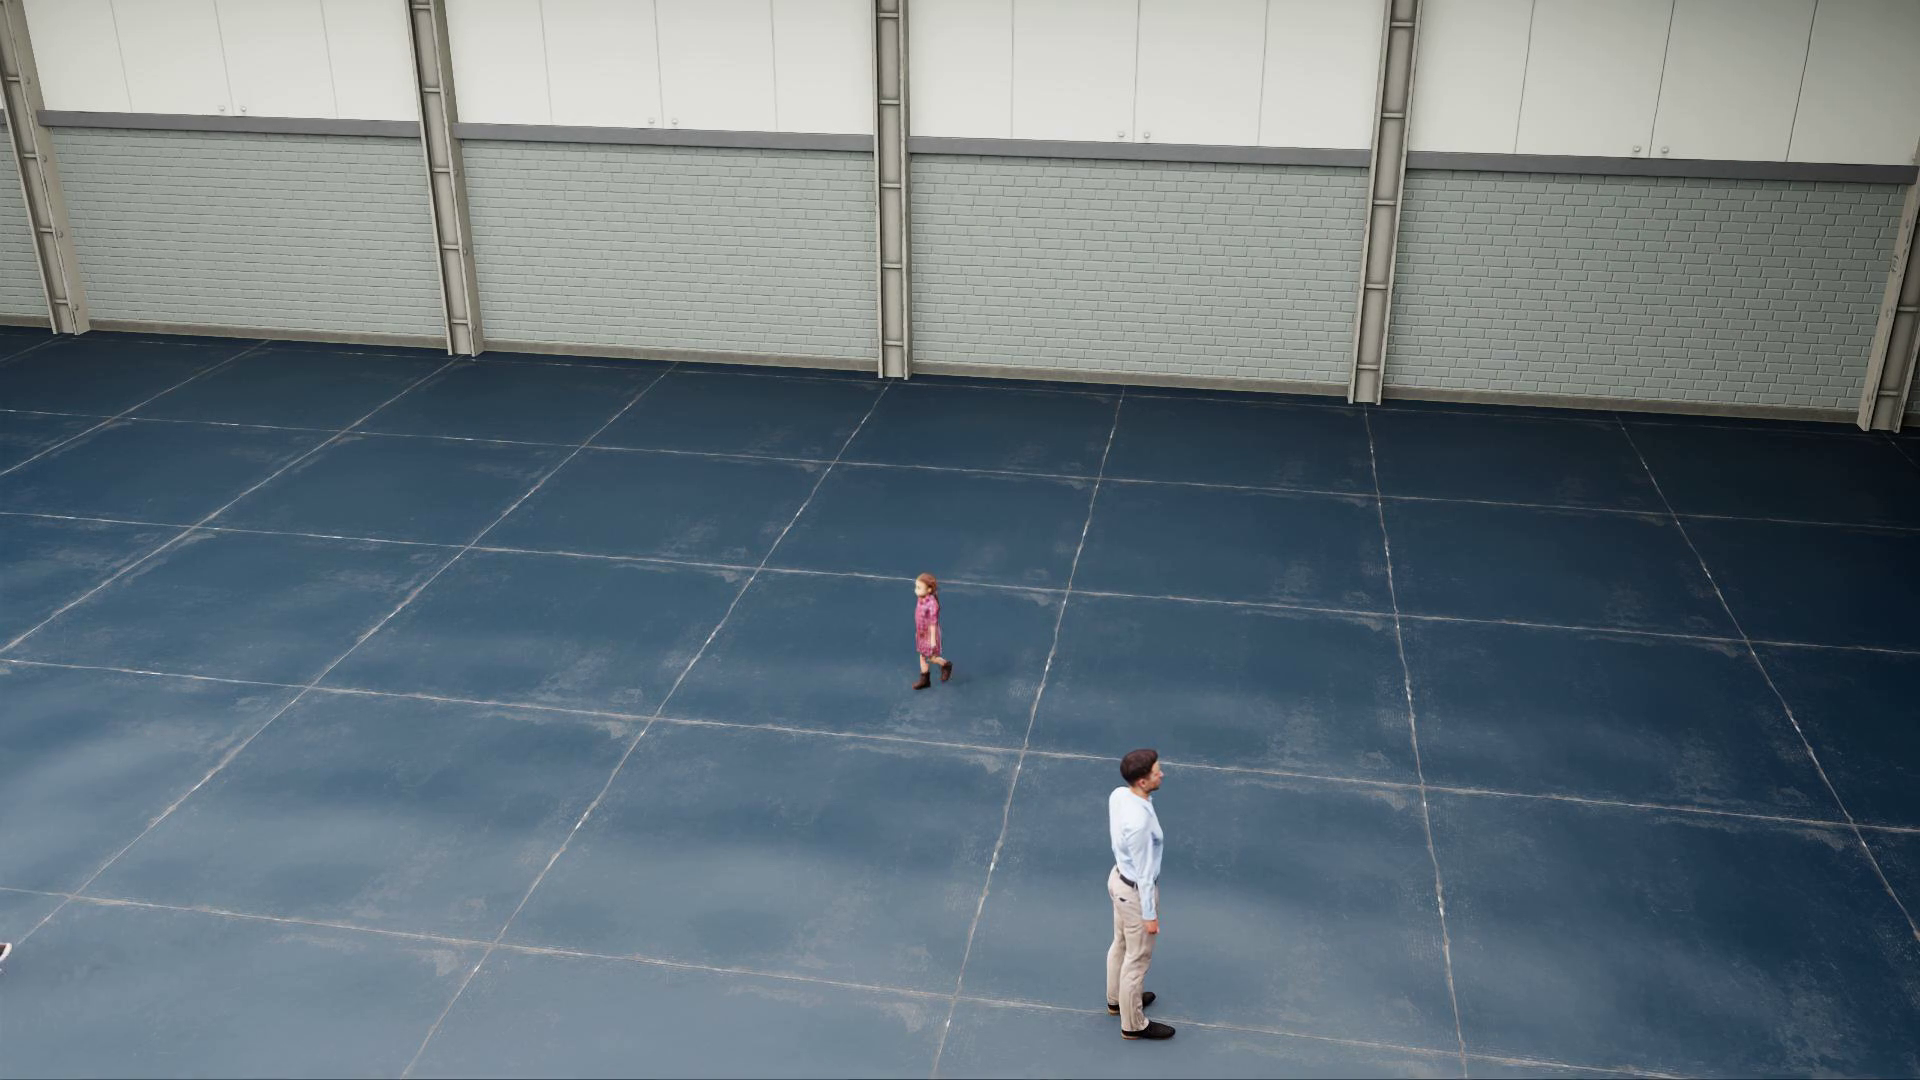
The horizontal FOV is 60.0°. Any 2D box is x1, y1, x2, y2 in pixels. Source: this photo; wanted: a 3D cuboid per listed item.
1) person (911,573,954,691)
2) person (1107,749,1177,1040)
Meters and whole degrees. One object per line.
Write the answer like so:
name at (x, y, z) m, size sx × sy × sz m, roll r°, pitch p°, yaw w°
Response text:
person at (-0.225, 0.750, 13.654) m, size 0.668 × 1.010 × 0.601 m, roll -14°, pitch 27°, yaw -29°
person at (1.014, 2.022, 9.592) m, size 0.732 × 1.848 × 0.732 m, roll -5°, pitch 24°, yaw -11°
